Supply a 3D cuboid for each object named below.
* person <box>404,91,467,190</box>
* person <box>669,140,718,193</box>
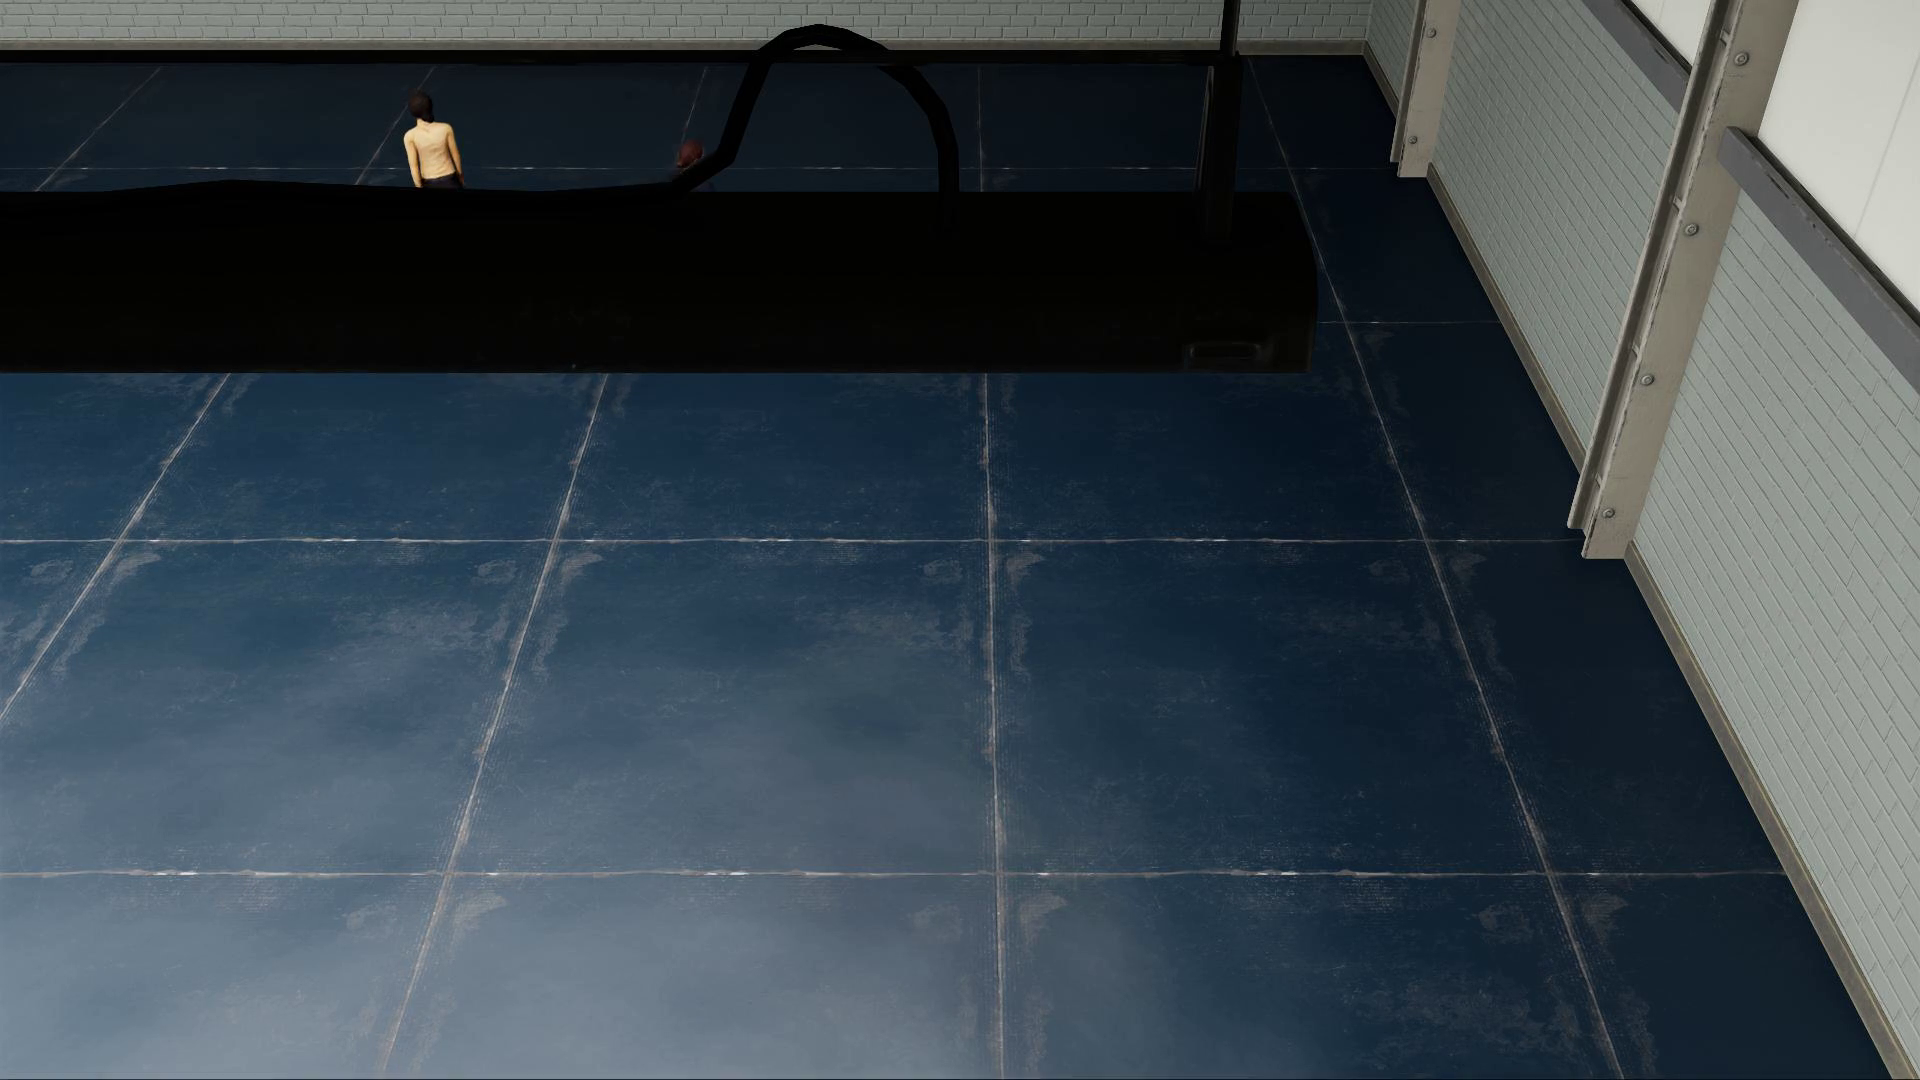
[{"bbox_3d":[-4.335,-2.939,13.970,0.837,1.622,1.177,-12,39,-15],"label":"person"},{"bbox_3d":[-2.112,-2.297,13.060,0.901,1.702,0.984,24,43,28],"label":"person"}]
